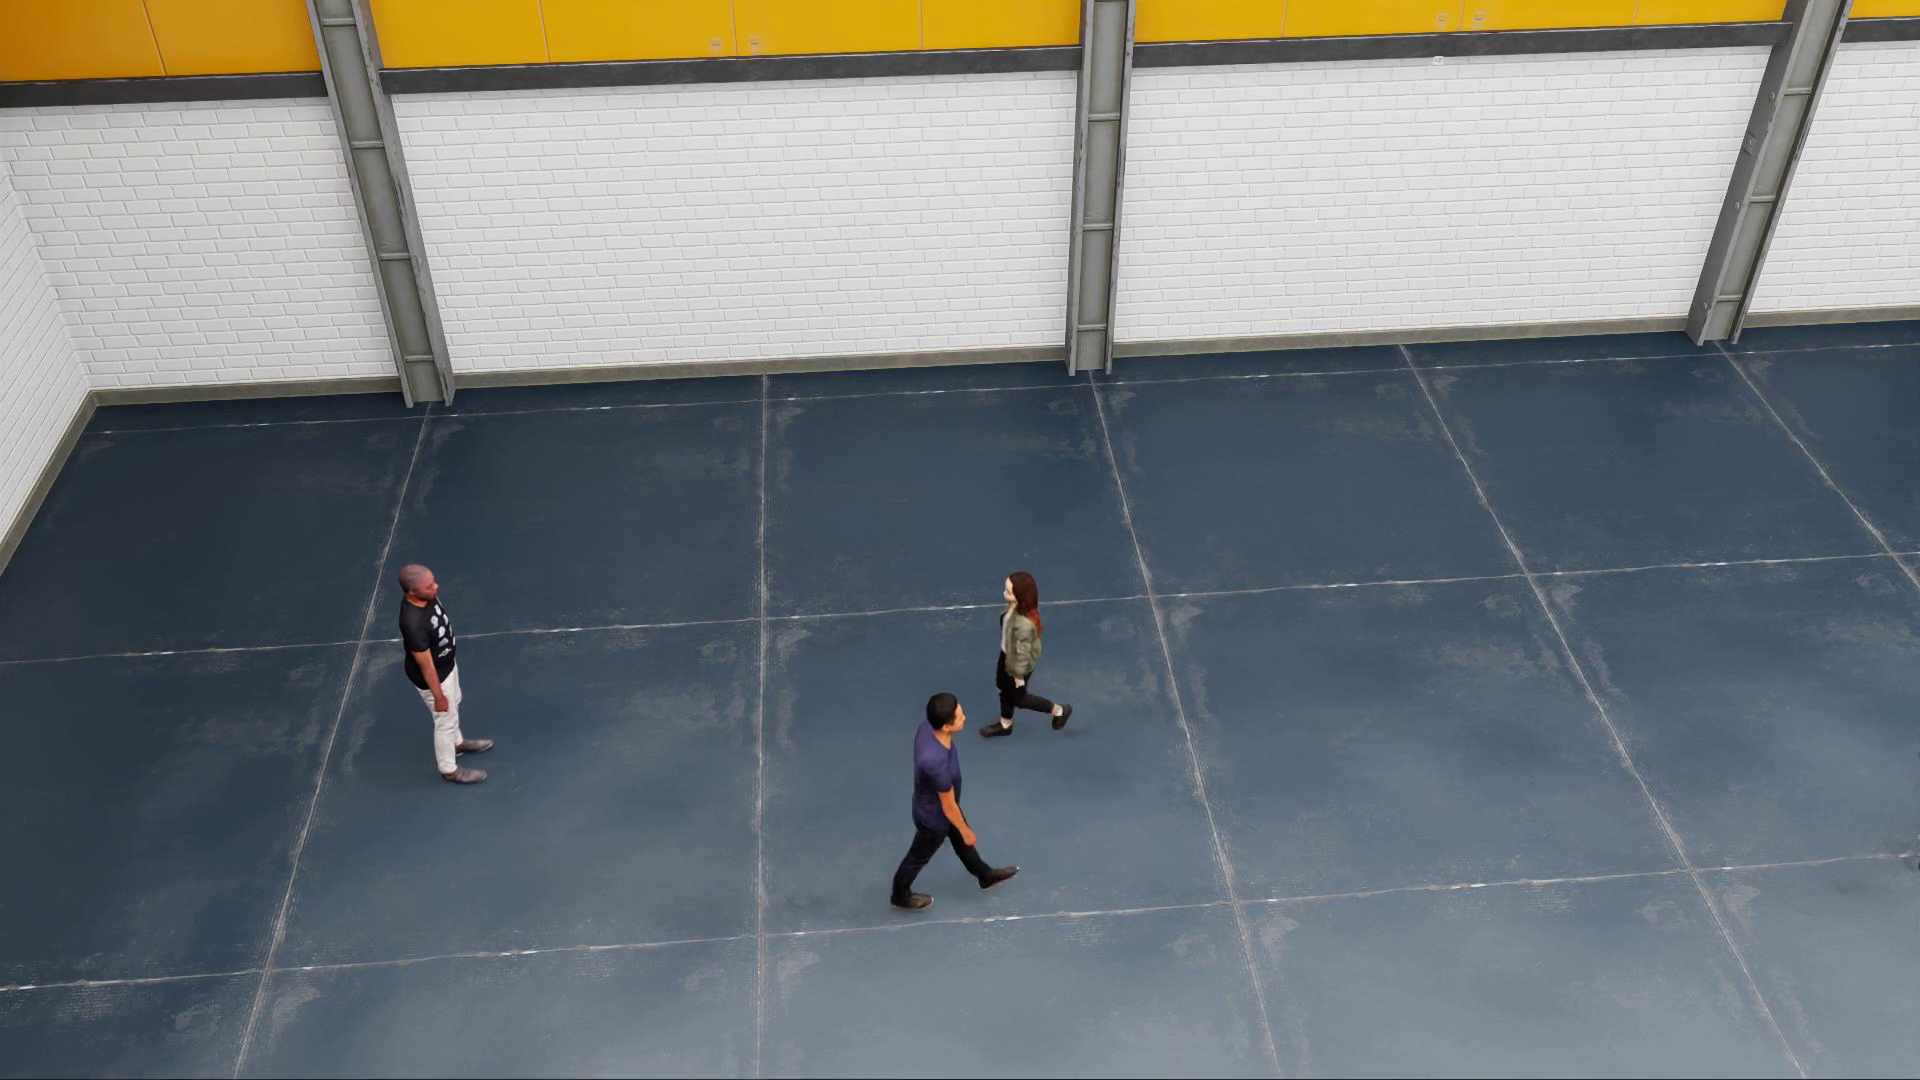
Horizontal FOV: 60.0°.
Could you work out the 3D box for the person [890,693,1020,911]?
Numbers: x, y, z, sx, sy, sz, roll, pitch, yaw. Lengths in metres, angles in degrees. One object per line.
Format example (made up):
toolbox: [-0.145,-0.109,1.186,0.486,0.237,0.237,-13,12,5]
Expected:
person: [-0.235,1.630,9.993,1.058,1.752,0.700,0,39,0]

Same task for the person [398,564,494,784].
person: [-3.456,0.860,10.917,0.618,1.802,0.666,-6,39,-7]

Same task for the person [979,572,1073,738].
person: [0.457,0.798,11.271,0.864,1.458,0.608,-5,39,-6]
